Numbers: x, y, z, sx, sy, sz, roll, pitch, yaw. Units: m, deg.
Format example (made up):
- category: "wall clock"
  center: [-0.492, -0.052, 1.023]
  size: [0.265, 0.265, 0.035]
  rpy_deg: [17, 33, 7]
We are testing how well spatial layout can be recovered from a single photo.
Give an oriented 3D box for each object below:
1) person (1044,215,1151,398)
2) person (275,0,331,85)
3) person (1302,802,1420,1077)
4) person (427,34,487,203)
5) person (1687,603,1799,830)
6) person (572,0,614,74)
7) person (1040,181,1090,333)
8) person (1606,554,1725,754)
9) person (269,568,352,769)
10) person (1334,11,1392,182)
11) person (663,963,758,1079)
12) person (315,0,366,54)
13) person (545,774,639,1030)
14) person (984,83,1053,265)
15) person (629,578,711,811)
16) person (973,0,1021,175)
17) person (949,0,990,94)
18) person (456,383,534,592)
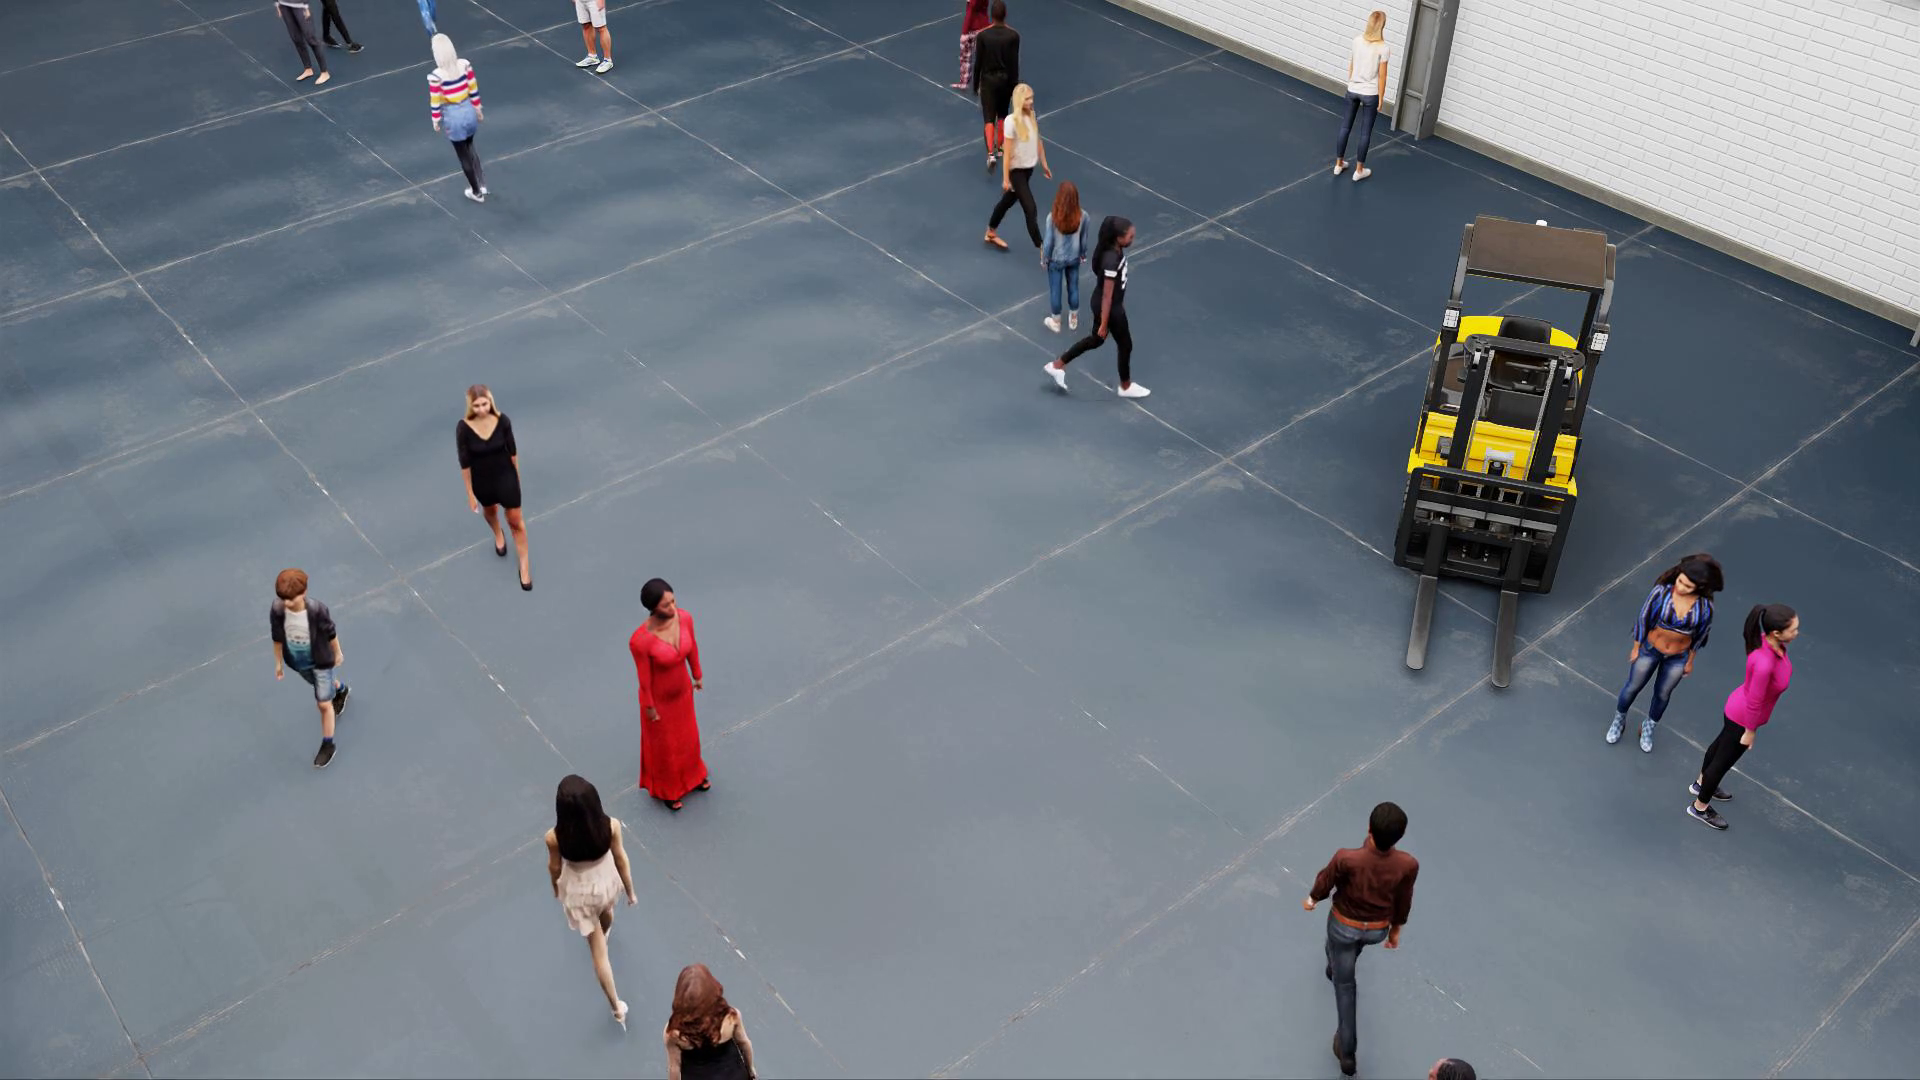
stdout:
- category: "person"
  center: [1.164, -1.956, 14.131]
  size: [1.203, 1.704, 1.161]
  rpy_deg: [3, 39, 3]
- category: "person"
  center: [-7.788, -6.256, 19.464]
  size: [0.651, 1.768, 0.752]
  rpy_deg: [10, 40, 12]
- category: "person"
  center: [2.155, 2.154, 8.960]
  size: [1.087, 1.735, 1.224]
  rpy_deg: [-1, 39, -2]
- category: "person"
  center: [-5.057, -4.269, 16.951]
  size: [0.605, 1.800, 0.689]
  rpy_deg: [32, 48, 33]
- category: "person"
  center: [4.880, 1.068, 10.357]
  size: [0.694, 1.699, 0.670]
  rpy_deg: [17, 42, 20]
- category: "person"
  center: [-4.389, -6.491, 19.688]
  size: [0.609, 1.856, 0.799]
  rpy_deg: [24, 44, 27]
- category: "person"
  center: [0.949, -2.554, 15.062]
  size: [0.649, 1.476, 0.639]
  rpy_deg: [-10, 40, -13]
- category: "person"
  center: [4.588, 0.729, 10.837]
  size: [0.632, 1.618, 0.744]
  rpy_deg: [15, 41, 18]
- category: "person"
  center: [-4.267, 0.731, 10.998]
  size: [0.957, 1.416, 1.015]
  rpy_deg: [3, 39, 4]
- category: "person"
  center: [4.221, -4.664, 17.436]
  size: [0.497, 1.811, 0.672]
  rpy_deg: [25, 45, 28]
- category: "person"
  center: [-1.207, 2.756, 8.217]
  size: [0.873, 1.721, 1.173]
  rpy_deg: [-11, 40, -14]
- category: "person"
  center: [-7.772, -6.747, 20.203]
  size: [1.068, 1.612, 0.839]
  rpy_deg: [16, 41, 19]
- category: "person"
  center: [-2.019, 2.024, 9.164]
  size: [0.850, 1.683, 1.109]
  rpy_deg: [-11, 40, -14]
- category: "person"
  center: [0.500, -3.554, 16.076]
  size: [1.244, 1.774, 0.880]
  rpy_deg: [21, 43, 25]
- category: "person"
  center: [-1.834, 0.954, 10.431]
  size: [0.636, 1.785, 0.657]
  rpy_deg: [29, 47, 32]
- category: "person"
  center: [0.390, -4.767, 17.595]
  size: [1.106, 1.774, 1.230]
  rpy_deg: [-1, 39, -1]
- category: "person"
  center: [0.285, -5.908, 19.096]
  size: [0.952, 1.685, 0.891]
  rpy_deg: [4, 39, 5]
- category: "person"
  center: [-3.476, -0.474, 12.334]
  size: [0.798, 1.632, 1.111]
  rpy_deg: [-13, 40, -16]
